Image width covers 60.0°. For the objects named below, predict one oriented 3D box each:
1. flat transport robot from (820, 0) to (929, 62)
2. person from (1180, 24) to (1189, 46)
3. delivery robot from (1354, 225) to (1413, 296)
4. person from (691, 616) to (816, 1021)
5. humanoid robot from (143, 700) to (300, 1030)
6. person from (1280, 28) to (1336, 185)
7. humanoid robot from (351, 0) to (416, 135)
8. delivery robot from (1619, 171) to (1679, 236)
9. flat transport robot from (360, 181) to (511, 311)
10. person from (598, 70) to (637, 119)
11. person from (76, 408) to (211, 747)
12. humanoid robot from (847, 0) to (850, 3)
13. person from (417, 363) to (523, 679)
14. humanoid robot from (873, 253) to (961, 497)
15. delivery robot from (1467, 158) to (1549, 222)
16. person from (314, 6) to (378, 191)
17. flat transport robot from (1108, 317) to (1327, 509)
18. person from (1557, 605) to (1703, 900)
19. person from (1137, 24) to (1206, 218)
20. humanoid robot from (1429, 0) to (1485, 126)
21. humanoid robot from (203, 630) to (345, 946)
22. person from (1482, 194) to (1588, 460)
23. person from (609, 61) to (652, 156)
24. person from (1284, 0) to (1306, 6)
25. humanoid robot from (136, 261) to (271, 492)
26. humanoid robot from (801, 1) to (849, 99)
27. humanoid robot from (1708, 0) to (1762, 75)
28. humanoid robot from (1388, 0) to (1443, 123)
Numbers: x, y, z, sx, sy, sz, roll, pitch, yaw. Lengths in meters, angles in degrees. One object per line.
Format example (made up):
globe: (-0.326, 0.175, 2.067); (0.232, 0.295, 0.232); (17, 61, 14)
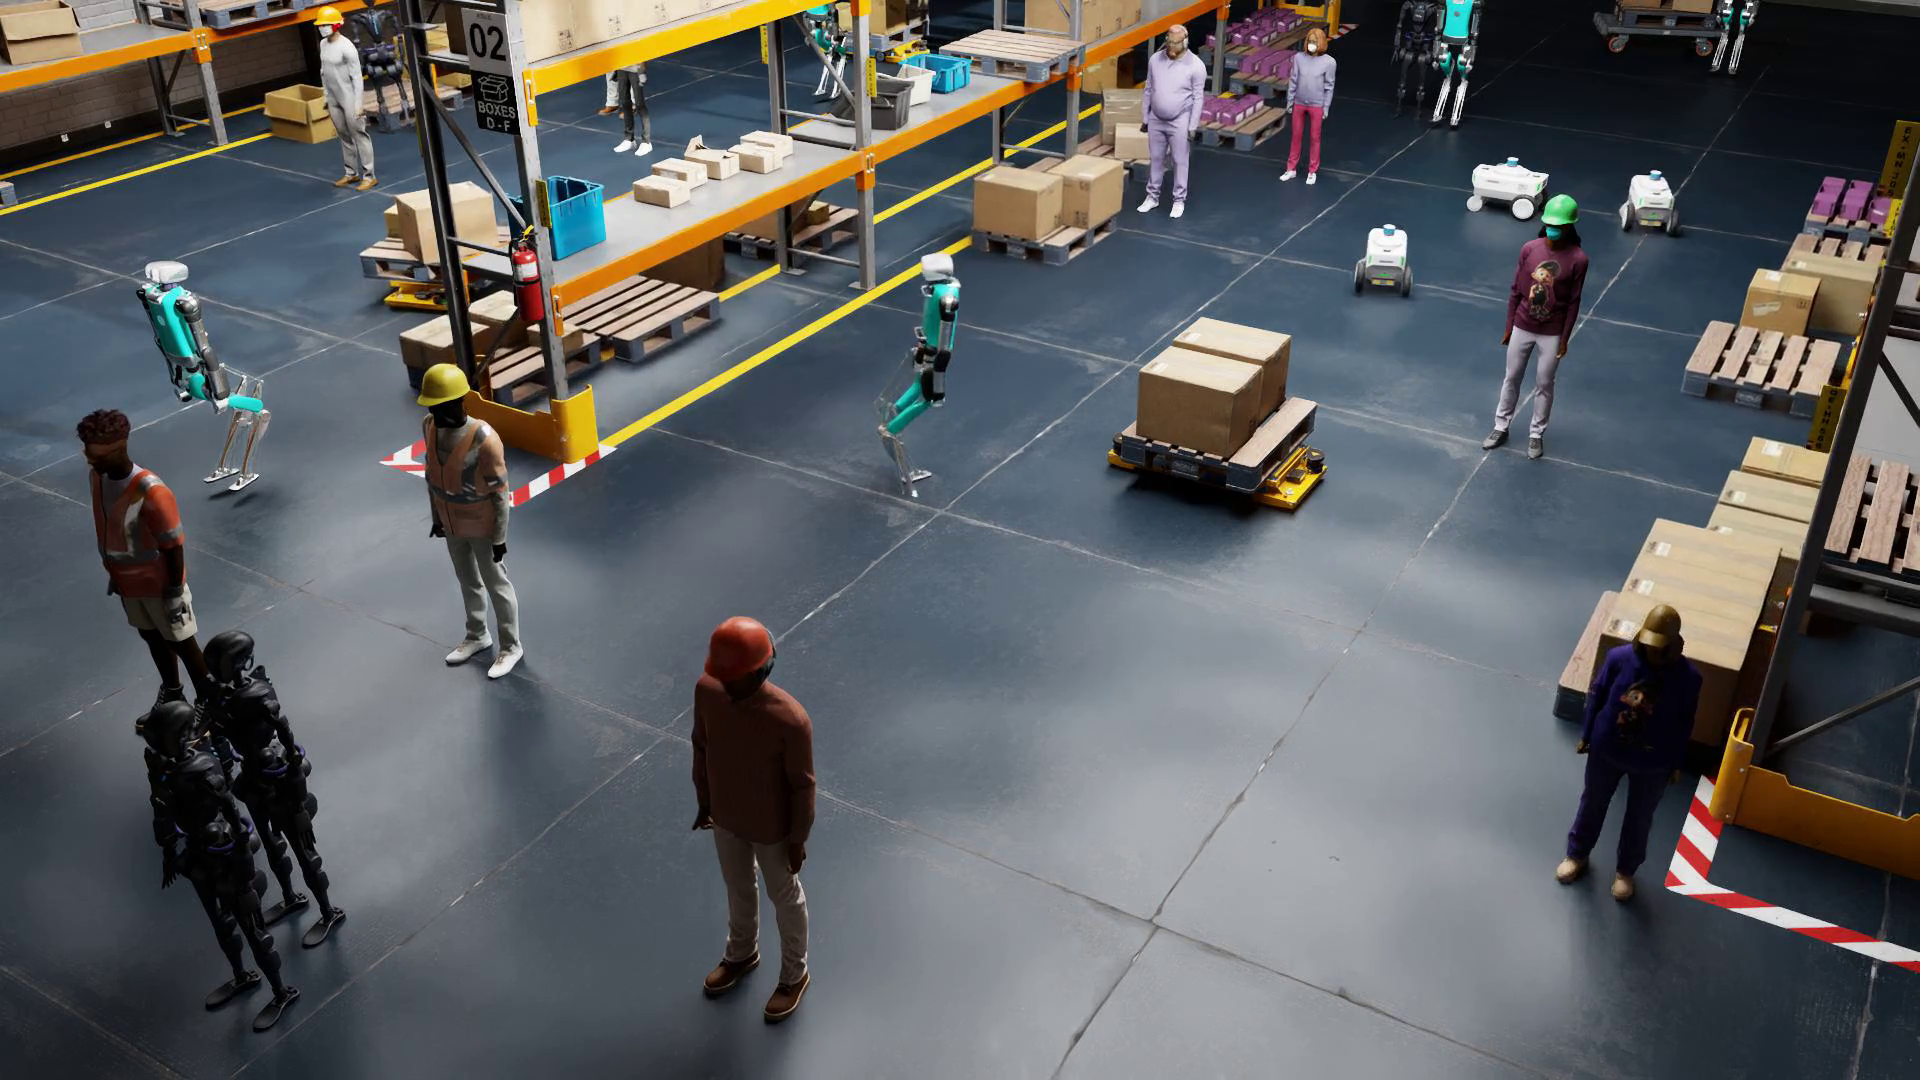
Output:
flat transport robot: (-1.198, -6.841, 23.043); (1.431, 0.231, 0.659); (16, 33, 27)
person: (3.037, -7.620, 22.970); (0.351, 1.700, 0.652); (0, 29, 0)
delivery robot: (3.883, -2.571, 15.197); (0.513, 0.593, 0.765); (7, 30, 12)
person: (-0.889, 1.177, 7.109); (0.610, 1.995, 0.376); (16, 33, 26)
humanoid robot: (-3.162, 1.377, 7.061); (0.599, 1.656, 0.315); (16, 33, 27)
person: (3.718, -4.628, 17.739); (0.498, 1.633, 0.288); (16, 33, 26)
humanoid robot: (-6.704, -5.565, 19.363); (0.587, 1.646, 0.410); (-10, 31, -17)
delivery robot: (6.899, -3.379, 16.628); (0.513, 0.593, 0.765); (7, 30, 12)
flat transport robot: (-4.628, -2.452, 15.279); (0.659, 0.231, 1.431); (7, 30, 12)
person: (-4.160, -6.044, 19.938); (0.630, 1.940, 0.372); (16, 33, 26)
person: (-4.341, 0.200, 8.864); (0.604, 1.966, 0.367); (16, 33, 26)
humanoid robot: (-1.620, -8.948, 25.325); (0.599, 1.657, 0.315); (16, 33, 27)
person: (-2.792, -0.111, 9.454); (0.586, 1.927, 0.359); (16, 33, 26)
humanoid robot: (-0.355, -1.093, 11.383); (0.708, 1.775, 0.572); (-7, 30, -11)
delivery robot: (5.622, -3.624, 17.034); (0.739, 0.566, 0.499); (16, 33, 27)
person: (-6.487, -4.644, 17.507); (0.561, 1.896, 0.352); (16, 33, 26)
flat transport robot: (1.852, -0.590, 11.985); (1.431, 0.231, 0.659); (16, 33, 27)
person: (3.144, 1.002, 7.797); (0.468, 1.618, 0.366); (17, 34, 27)
person: (2.109, -4.210, 16.726); (0.642, 1.908, 0.414); (16, 33, 26)
humanoid robot: (5.831, -5.721, 19.434); (0.533, 1.677, 0.735); (16, 33, 27)
humanoid robot: (-3.124, 1.119, 7.517); (0.599, 1.657, 0.315); (16, 33, 27)
person: (4.175, -1.544, 11.965); (0.491, 1.952, 0.422); (16, 33, 26)
person: (-3.719, -5.264, 18.628); (0.507, 1.872, 0.328); (16, 33, 26)
person: (5.218, -9.165, 25.550); (0.509, 1.847, 0.341); (16, 33, 26)
humanoid robot: (-5.067, -1.170, 11.383); (0.533, 1.677, 0.735); (16, 33, 27)
humanoid robot: (-1.603, -6.318, 20.491); (0.533, 1.677, 0.735); (16, 33, 27)
humanoid robot: (10.112, -6.917, 21.552); (0.533, 1.675, 0.735); (16, 33, 27)
humanoid robot: (5.453, -5.829, 19.808); (0.599, 1.657, 0.315); (16, 33, 27)
